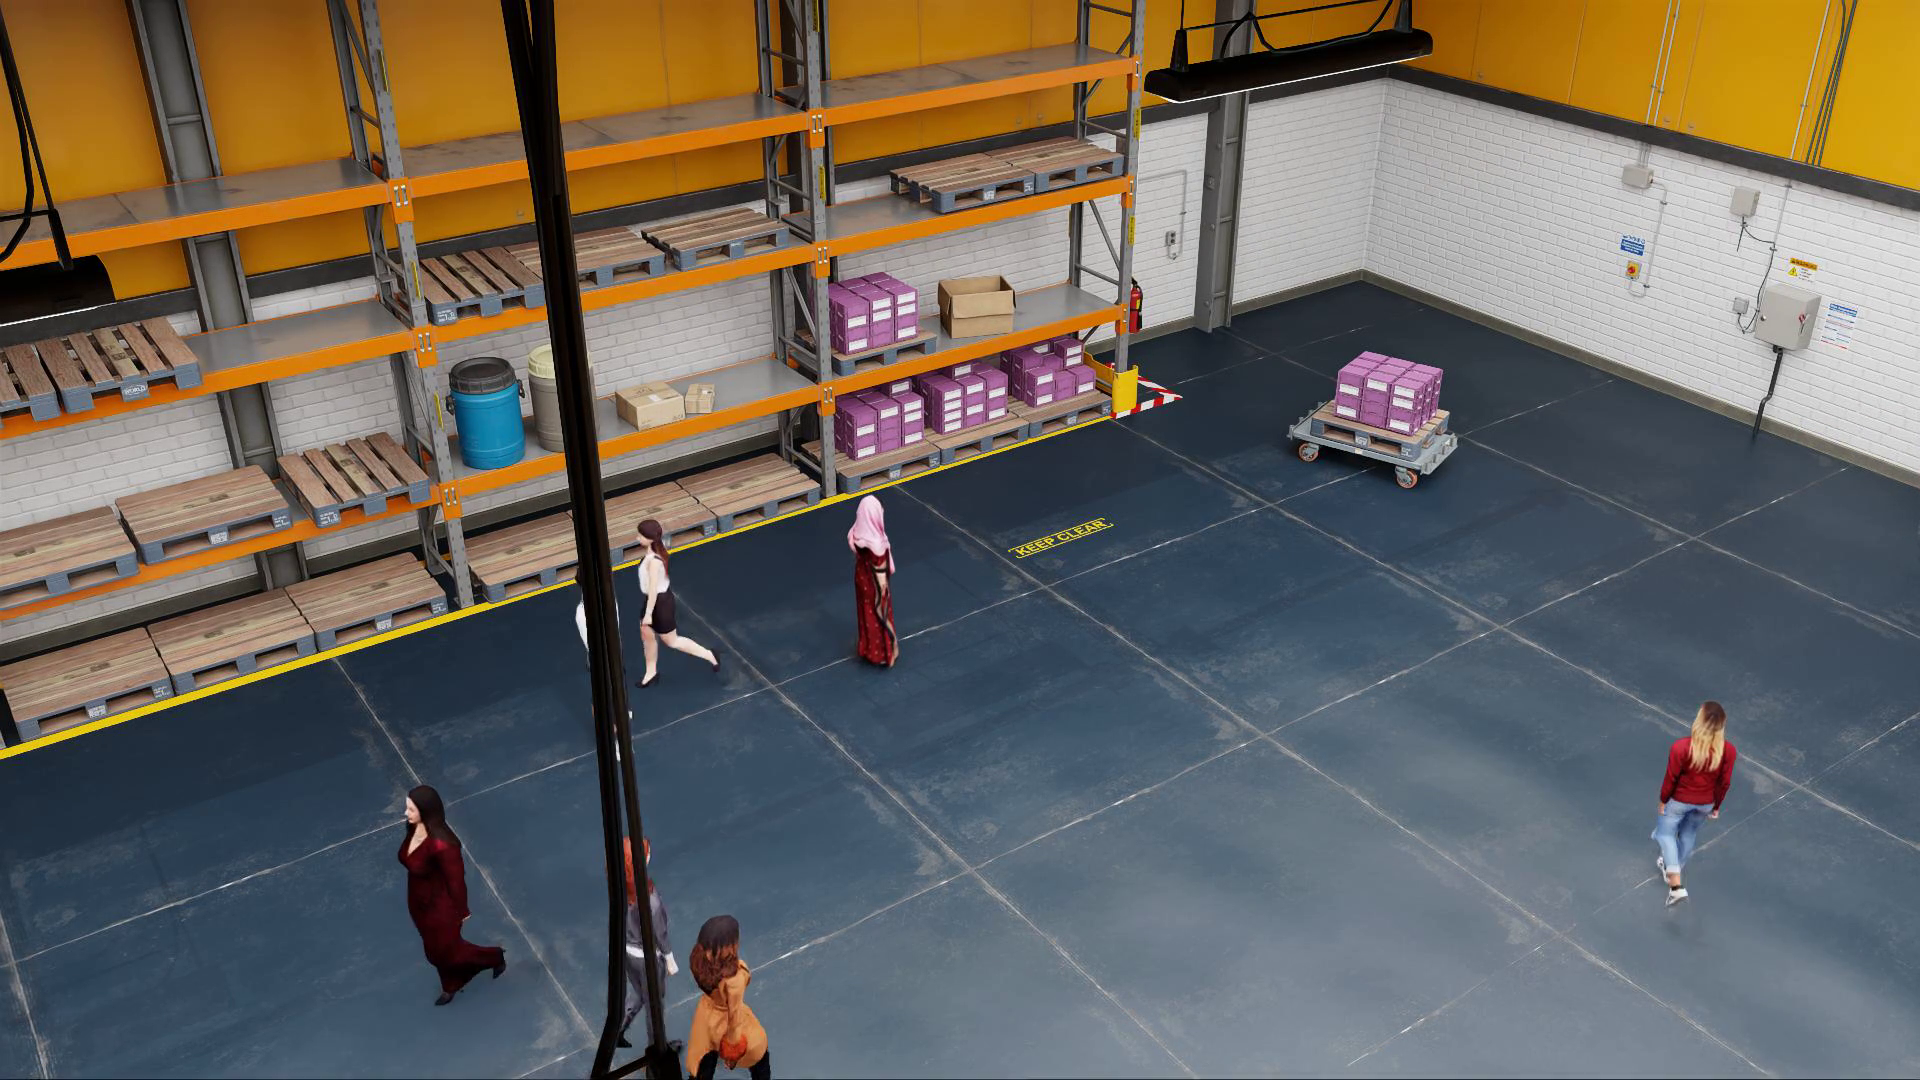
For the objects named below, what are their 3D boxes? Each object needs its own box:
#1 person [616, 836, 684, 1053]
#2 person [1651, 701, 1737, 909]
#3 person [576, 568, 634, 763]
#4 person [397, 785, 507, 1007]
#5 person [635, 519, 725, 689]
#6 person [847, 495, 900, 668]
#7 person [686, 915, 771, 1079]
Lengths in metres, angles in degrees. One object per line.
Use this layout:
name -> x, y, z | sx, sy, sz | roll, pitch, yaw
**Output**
person -> -2.017, 2.592, 10.257 | 0.734, 1.769, 0.640 | -24, 37, -37
person -> 5.165, 1.878, 11.723 | 0.966, 1.617, 0.984 | 2, 29, 3
person -> -2.832, 0.936, 13.249 | 0.914, 1.811, 0.913 | -3, 29, -5
person -> -3.312, 2.296, 10.822 | 0.796, 1.747, 0.701 | -23, 36, -36
person -> -2.460, 0.566, 14.121 | 1.061, 1.625, 0.762 | -7, 29, -12
person -> -0.761, 0.359, 14.490 | 0.672, 1.635, 0.716 | -12, 31, -20
person -> -1.458, 2.924, 9.733 | 0.823, 1.687, 1.199 | 24, 37, 37
